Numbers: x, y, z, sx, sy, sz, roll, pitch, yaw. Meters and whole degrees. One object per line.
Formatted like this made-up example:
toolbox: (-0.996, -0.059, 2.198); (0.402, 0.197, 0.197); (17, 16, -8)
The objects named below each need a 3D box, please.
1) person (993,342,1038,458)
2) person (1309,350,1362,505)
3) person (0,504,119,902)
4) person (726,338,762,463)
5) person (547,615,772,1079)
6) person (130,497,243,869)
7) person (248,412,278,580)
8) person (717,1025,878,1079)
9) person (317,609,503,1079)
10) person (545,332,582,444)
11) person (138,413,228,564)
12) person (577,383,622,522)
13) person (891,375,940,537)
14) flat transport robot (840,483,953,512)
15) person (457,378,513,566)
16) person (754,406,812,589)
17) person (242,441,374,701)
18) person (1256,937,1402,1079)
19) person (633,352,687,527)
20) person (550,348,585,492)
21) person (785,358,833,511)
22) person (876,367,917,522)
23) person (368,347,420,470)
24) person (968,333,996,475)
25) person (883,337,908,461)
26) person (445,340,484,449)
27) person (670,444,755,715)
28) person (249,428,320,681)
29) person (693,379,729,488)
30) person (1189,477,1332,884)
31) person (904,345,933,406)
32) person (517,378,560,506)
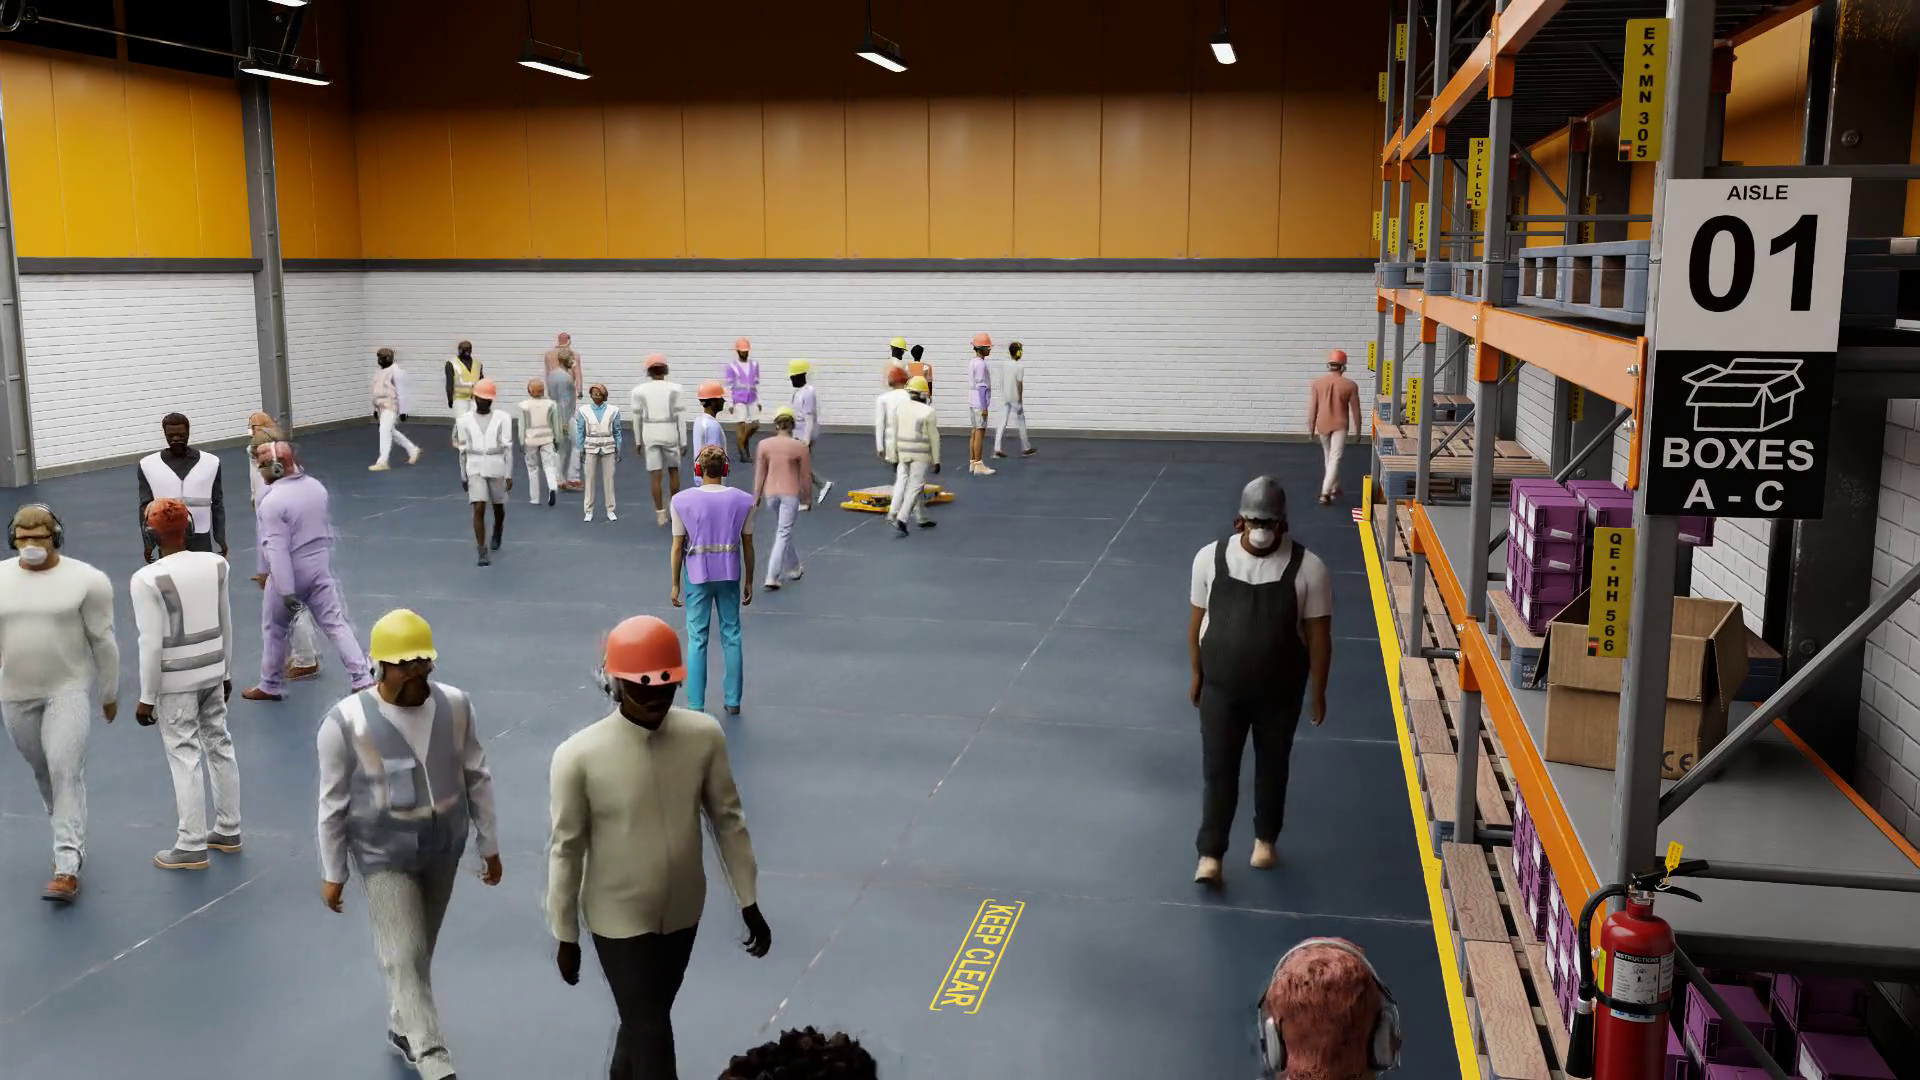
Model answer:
person: (0.829, -2.192, 26.099); (0.539, 1.820, 0.979); (8, 12, 40)
person: (4.763, -1.431, 21.135); (0.639, 1.947, 1.019); (6, 11, 31)
person: (-4.459, 0.764, 8.094); (0.639, 1.889, 0.991); (-2, 10, -13)
person: (-3.297, -2.133, 25.420); (0.581, 1.920, 0.482); (-7, 11, -35)
person: (-0.931, 1.196, 5.279); (0.631, 1.938, 1.007); (-8, 13, -42)
person: (-3.896, 0.717, 8.370); (0.359, 1.882, 0.575); (4, 10, 20)
person: (-6.618, -0.401, 15.853); (0.507, 1.633, 0.278); (8, 13, 42)
person: (-0.140, 1.667, 2.492); (0.458, 1.936, 0.634); (-2, 10, -14)
person: (-1.925, 1.148, 6.023); (0.873, 1.792, 0.621); (9, 13, 44)
person: (-6.685, -2.562, 28.131); (0.661, 1.888, 0.400); (3, 10, 16)
person: (-5.934, -0.023, 12.723); (0.594, 1.917, 0.373); (-5, 11, -30)
person: (-4.254, -1.034, 19.662); (0.515, 1.636, 0.314); (-2, 10, -14)
person: (-0.520, -0.948, 18.675); (0.606, 1.800, 0.892); (7, 12, 36)
flat transport robot: (-0.784, -0.548, 20.833); (0.652, 0.197, 1.431); (7, 12, 37)
person: (-4.839, -0.724, 17.036); (0.541, 1.905, 0.865); (-2, 10, -12)
person: (-1.673, -0.405, 15.680); (0.537, 1.699, 0.904); (3, 10, 20)
person: (-4.503, 0.237, 11.386); (1.026, 1.851, 0.657); (4, 10, 22)
person: (0.590, 1.633, 2.853); (0.723, 1.881, 0.496); (7, 12, 37)
person: (-3.488, -1.181, 19.410); (0.614, 2.013, 0.823); (-1, 9, -6)
person: (-5.167, -1.589, 22.139); (0.618, 1.920, 0.662); (-4, 10, -22)
person: (-1.875, -1.287, 20.408); (0.569, 1.890, 0.617); (-4, 10, -20)
person: (-0.706, -1.125, 19.653); (0.592, 1.829, 1.000); (3, 10, 18)
person: (-8.443, -1.964, 24.731); (0.629, 1.818, 0.844); (9, 13, 43)
person: (0.309, -1.962, 24.029); (0.374, 2.044, 0.605); (-2, 10, -12)
person: (-0.975, -2.154, 25.558); (0.375, 1.919, 0.584); (-5, 11, -29)
person: (-7.915, -2.286, 26.622); (0.644, 1.827, 0.578); (-9, 13, -43)
person: (-1.646, 0.283, 11.138); (0.567, 1.839, 0.384); (-3, 10, -20)
person: (-4.878, 0.115, 11.996); (0.399, 1.885, 0.723); (-2, 10, -13)
person: (-2.364, -0.569, 15.940); (0.354, 1.942, 0.545); (-5, 10, -26)
person: (1.445, 0.679, 8.124); (0.703, 2.000, 0.825); (2, 10, 14)
person: (-0.703, -2.386, 27.622); (0.535, 1.697, 0.318); (1, 9, 6)
person: (-5.248, -1.211, 20.788); (0.521, 1.615, 0.674); (-5, 10, -26)
